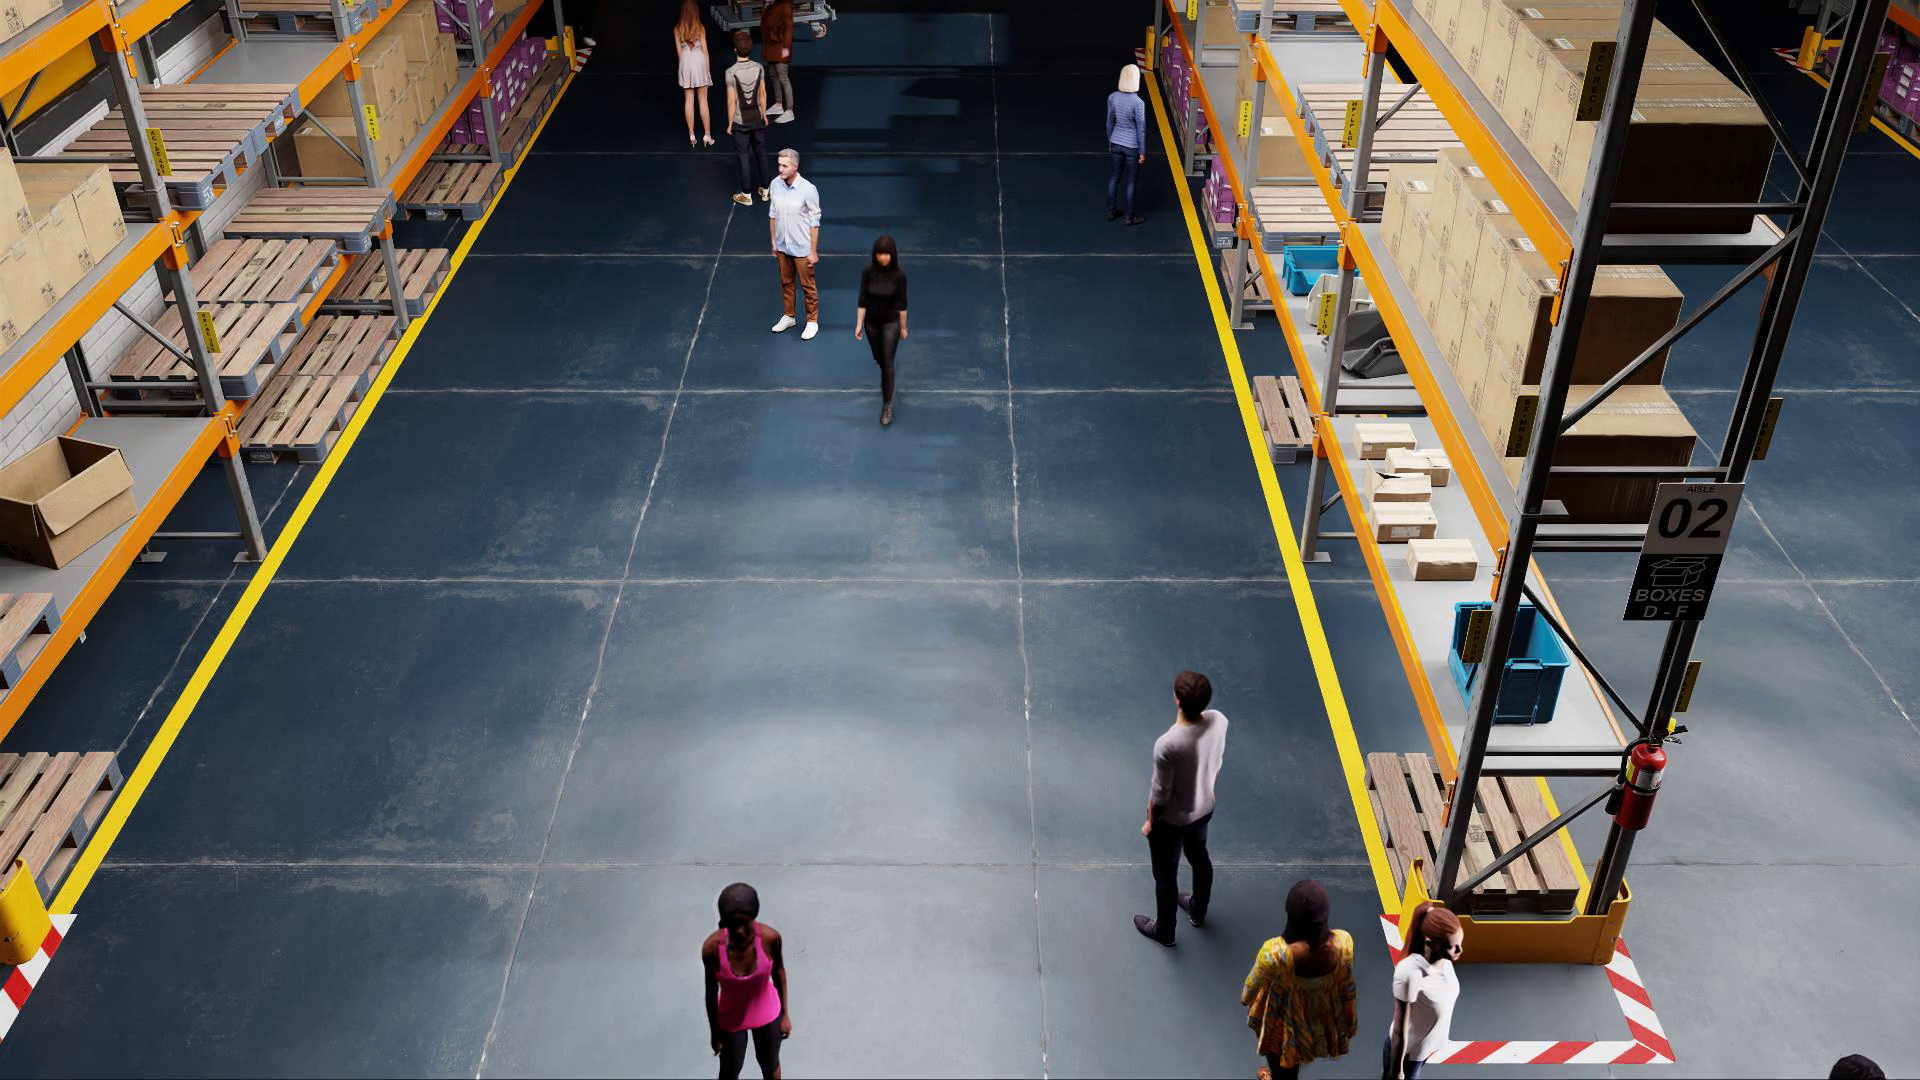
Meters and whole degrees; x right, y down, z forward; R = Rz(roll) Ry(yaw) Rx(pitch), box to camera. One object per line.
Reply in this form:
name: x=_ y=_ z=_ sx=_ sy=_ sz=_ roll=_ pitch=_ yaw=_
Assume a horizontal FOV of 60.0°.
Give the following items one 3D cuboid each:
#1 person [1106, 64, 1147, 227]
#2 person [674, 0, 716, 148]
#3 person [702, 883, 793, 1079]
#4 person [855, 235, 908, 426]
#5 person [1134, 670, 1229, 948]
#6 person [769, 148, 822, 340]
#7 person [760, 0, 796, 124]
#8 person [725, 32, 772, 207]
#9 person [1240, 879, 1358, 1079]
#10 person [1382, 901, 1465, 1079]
person: x=1.784 y=-4.242 z=17.851 sx=0.720 sy=1.745 sz=0.765 roll=26 pitch=42 yaw=33
person: x=-3.167 y=-5.565 z=19.820 sx=0.583 sy=1.770 sz=0.601 roll=4 pitch=34 yaw=5
person: x=-1.024 y=2.294 z=8.040 sx=0.609 sy=1.722 sz=0.612 roll=-8 pitch=34 yaw=-12
person: x=-0.668 y=-1.900 z=14.449 sx=0.747 sy=1.612 sz=1.080 roll=8 pitch=34 yaw=12
person: x=1.231 y=1.475 z=9.164 sx=0.730 sy=1.842 sz=0.747 roll=-22 pitch=39 yaw=-29
person: x=-1.550 y=-2.796 z=15.603 sx=0.771 sy=1.827 sz=0.745 roll=16 pitch=37 yaw=23
person: x=-2.250 y=-6.124 z=20.599 sx=0.903 sy=1.839 sz=0.816 roll=-18 pitch=38 yaw=-25
person: x=-2.331 y=-4.634 z=18.306 sx=0.733 sy=1.896 sz=0.745 roll=-19 pitch=38 yaw=-26
person: x=1.644 y=2.374 z=8.002 sx=0.848 sy=1.630 sz=0.921 roll=-12 pitch=35 yaw=-17
person: x=2.130 y=2.376 z=7.903 sx=0.721 sy=1.738 sz=0.631 roll=21 pitch=39 yaw=28
